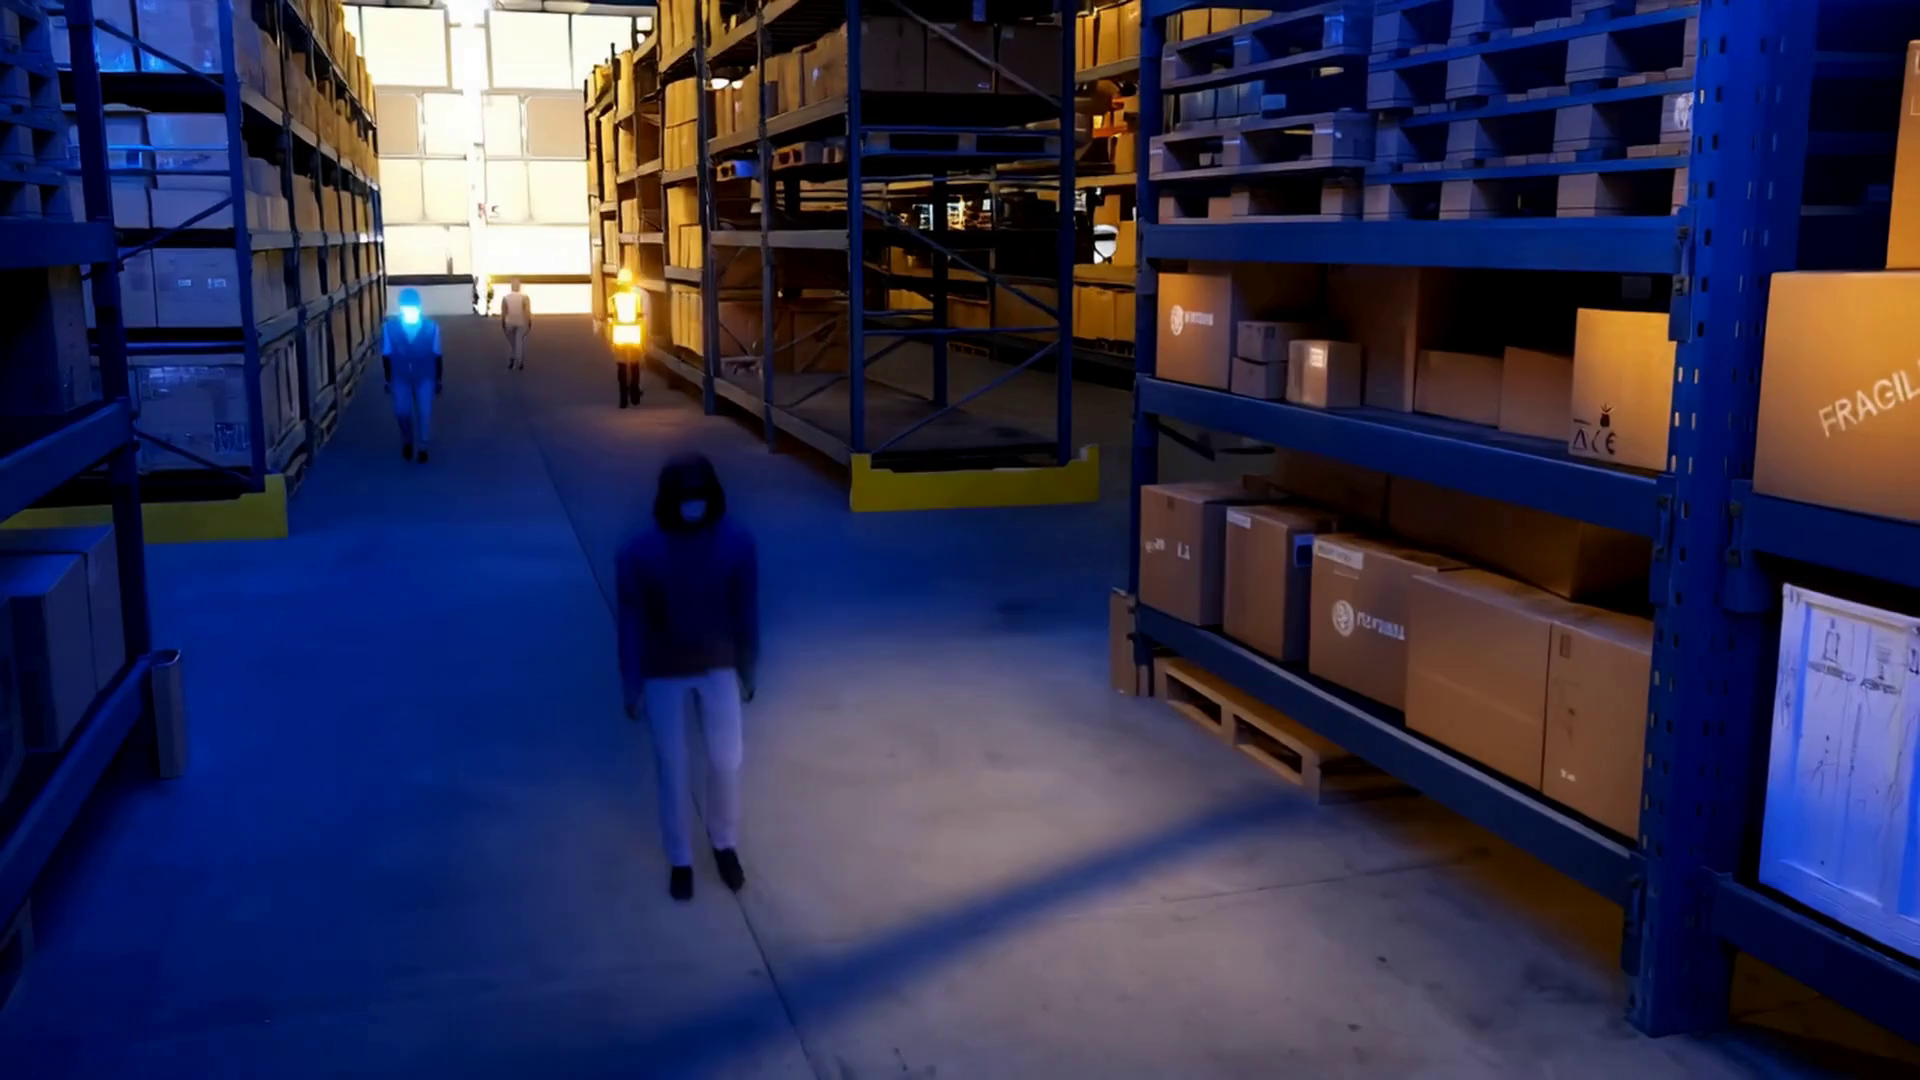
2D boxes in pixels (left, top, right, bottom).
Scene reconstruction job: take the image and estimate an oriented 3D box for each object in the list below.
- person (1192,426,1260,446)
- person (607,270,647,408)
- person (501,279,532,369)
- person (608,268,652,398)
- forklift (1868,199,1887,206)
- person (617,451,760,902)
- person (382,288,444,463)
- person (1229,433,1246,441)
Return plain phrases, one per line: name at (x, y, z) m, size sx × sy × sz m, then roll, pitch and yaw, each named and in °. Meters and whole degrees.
person at (2.997, -1.920, 18.433) m, size 0.644 × 1.862 × 0.983 m, roll -6°, pitch 12°, yaw -29°
person at (-4.616, -2.791, 23.073) m, size 0.544 × 1.904 × 0.918 m, roll -2°, pitch 11°, yaw -10°
person at (-7.925, -3.868, 29.769) m, size 0.536 × 1.592 × 0.841 m, roll -3°, pitch 11°, yaw -14°
person at (-4.825, -3.039, 24.419) m, size 0.640 × 1.895 × 0.980 m, roll -3°, pitch 11°, yaw -18°
forklift at (11.338, -2.915, 21.052) m, size 1.129 × 2.768 × 1.873 m, roll -3°, pitch 11°, yaw -17°
person at (-0.947, 0.491, 5.856) m, size 0.501 × 1.621 × 0.387 m, roll -3°, pitch 11°, yaw -14°
person at (-5.677, -1.698, 17.286) m, size 0.624 × 1.815 × 0.460 m, roll -3°, pitch 11°, yaw -15°
person at (3.381, -1.913, 19.081) m, size 0.513 × 1.599 × 0.699 m, roll -9°, pitch 14°, yaw -41°
